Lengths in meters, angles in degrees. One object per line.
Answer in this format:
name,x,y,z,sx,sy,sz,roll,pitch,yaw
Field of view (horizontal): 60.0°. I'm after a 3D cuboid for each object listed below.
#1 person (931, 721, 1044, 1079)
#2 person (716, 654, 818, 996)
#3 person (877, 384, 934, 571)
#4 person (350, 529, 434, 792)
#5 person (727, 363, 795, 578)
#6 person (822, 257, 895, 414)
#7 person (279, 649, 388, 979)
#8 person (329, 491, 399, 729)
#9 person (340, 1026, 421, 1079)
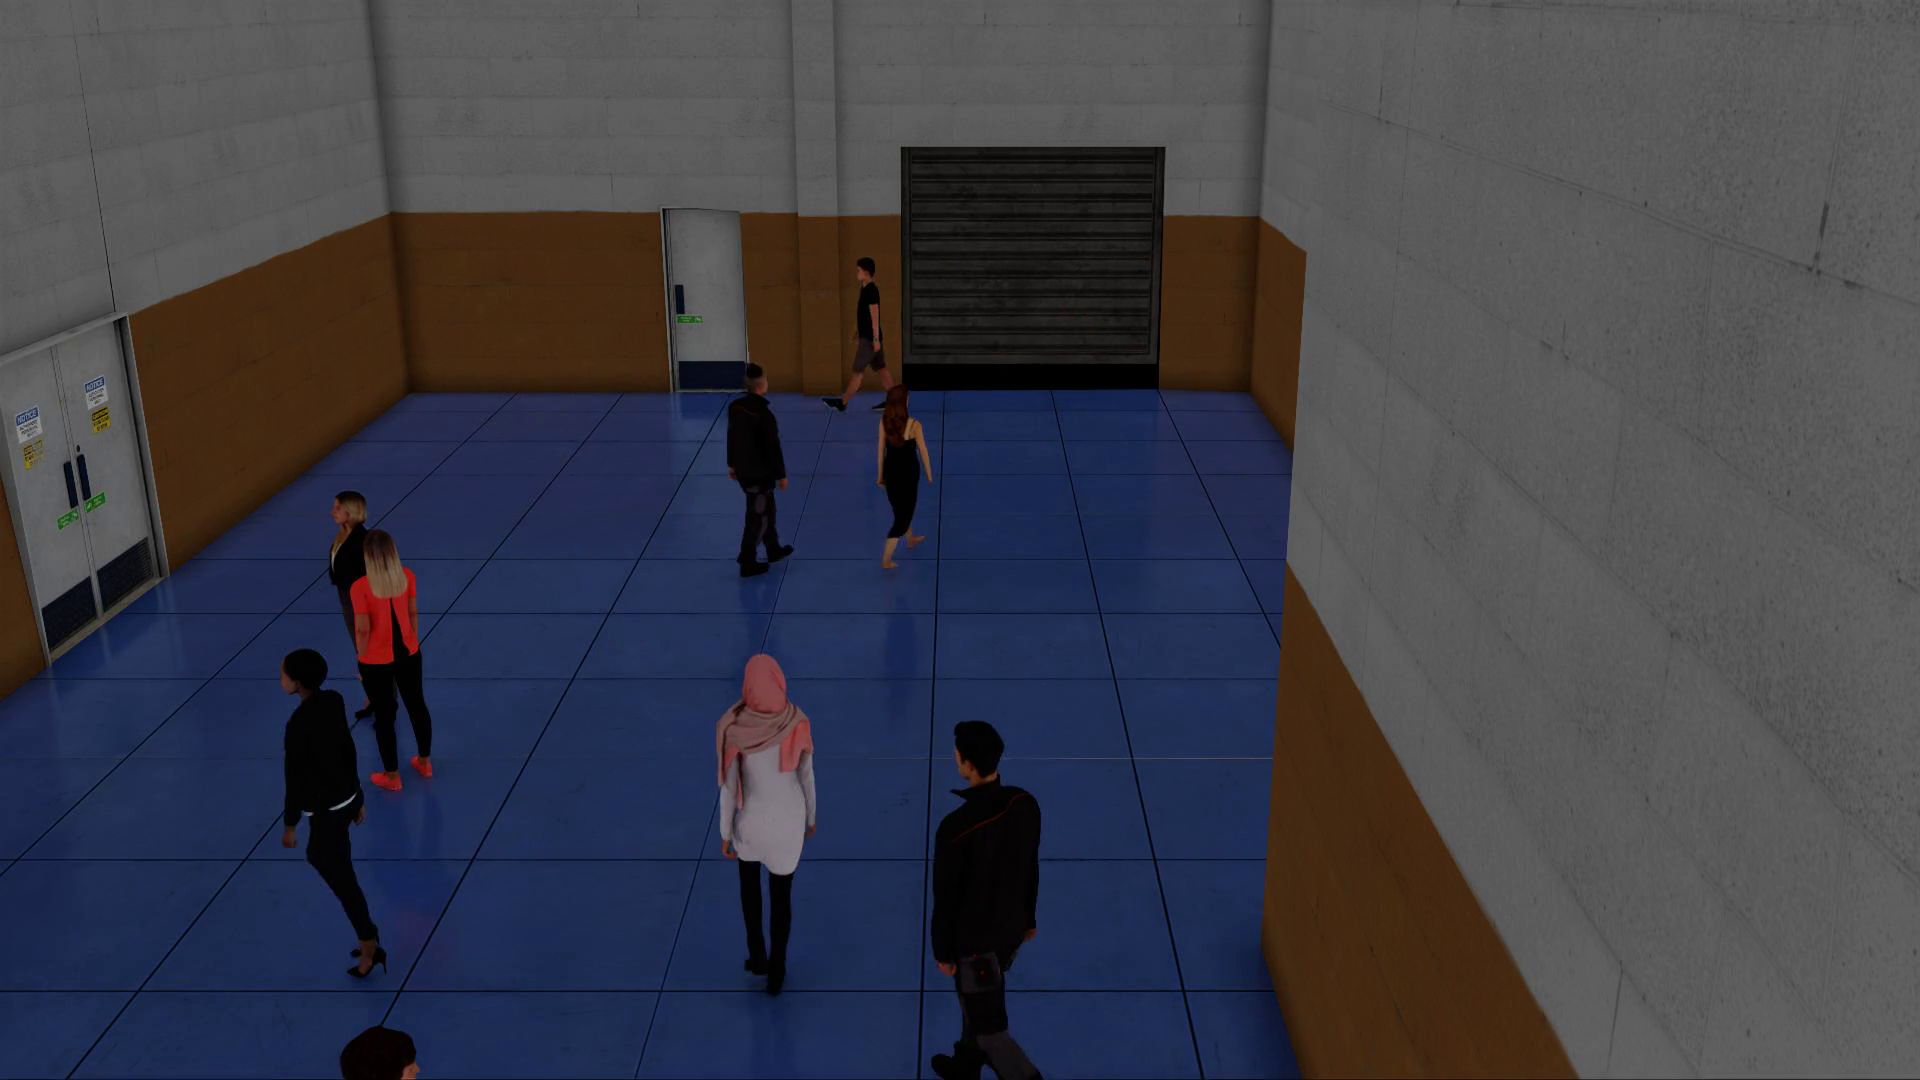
person,0.176,1.732,7.167,1.270,1.906,1.208,17,25,41
person,-0.939,1.447,8.189,0.593,1.793,0.726,-2,19,-6
person,-0.539,-0.497,14.301,1.123,1.571,0.964,9,20,24
person,-3.567,0.741,10.437,0.718,1.694,0.673,15,24,38
person,-1.801,-0.584,14.099,1.091,1.841,1.027,-14,23,-35
person,-0.962,-2.354,19.421,1.194,1.819,0.826,-3,19,-9
person,-3.039,1.404,8.284,0.606,1.813,0.589,1,19,4
person,-4.045,0.465,11.293,0.738,1.670,0.687,-16,24,-40
person,-1.911,2.381,5.622,0.679,1.651,0.661,-11,21,-29
